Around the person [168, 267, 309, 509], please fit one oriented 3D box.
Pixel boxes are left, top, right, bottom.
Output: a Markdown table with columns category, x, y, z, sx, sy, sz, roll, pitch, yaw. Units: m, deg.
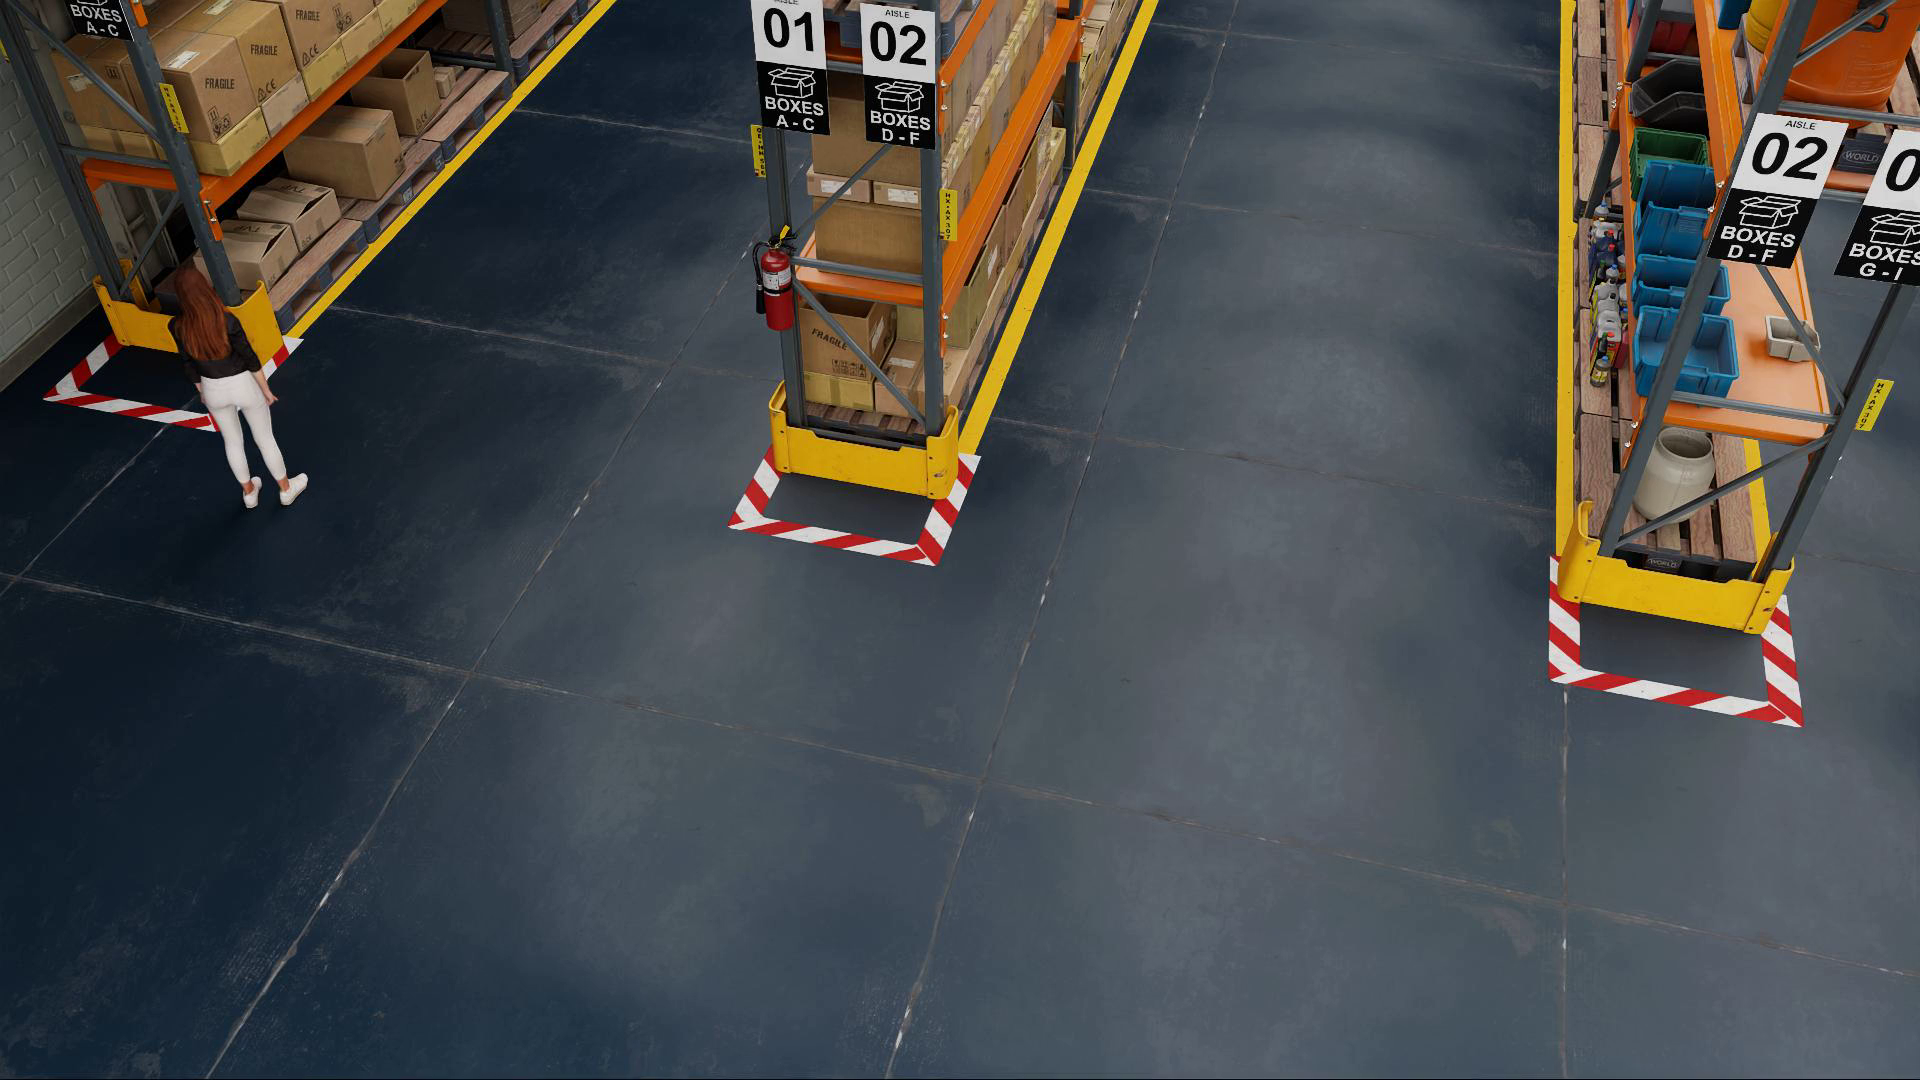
| category | x | y | z | sx | sy | sz | roll | pitch | yaw |
| --- | --- | --- | --- | --- | --- | --- | --- | --- | --- |
| person | -4.362 | -0.900 | 9.957 | 0.651 | 1.704 | 0.622 | -2 | 43 | -3 |
